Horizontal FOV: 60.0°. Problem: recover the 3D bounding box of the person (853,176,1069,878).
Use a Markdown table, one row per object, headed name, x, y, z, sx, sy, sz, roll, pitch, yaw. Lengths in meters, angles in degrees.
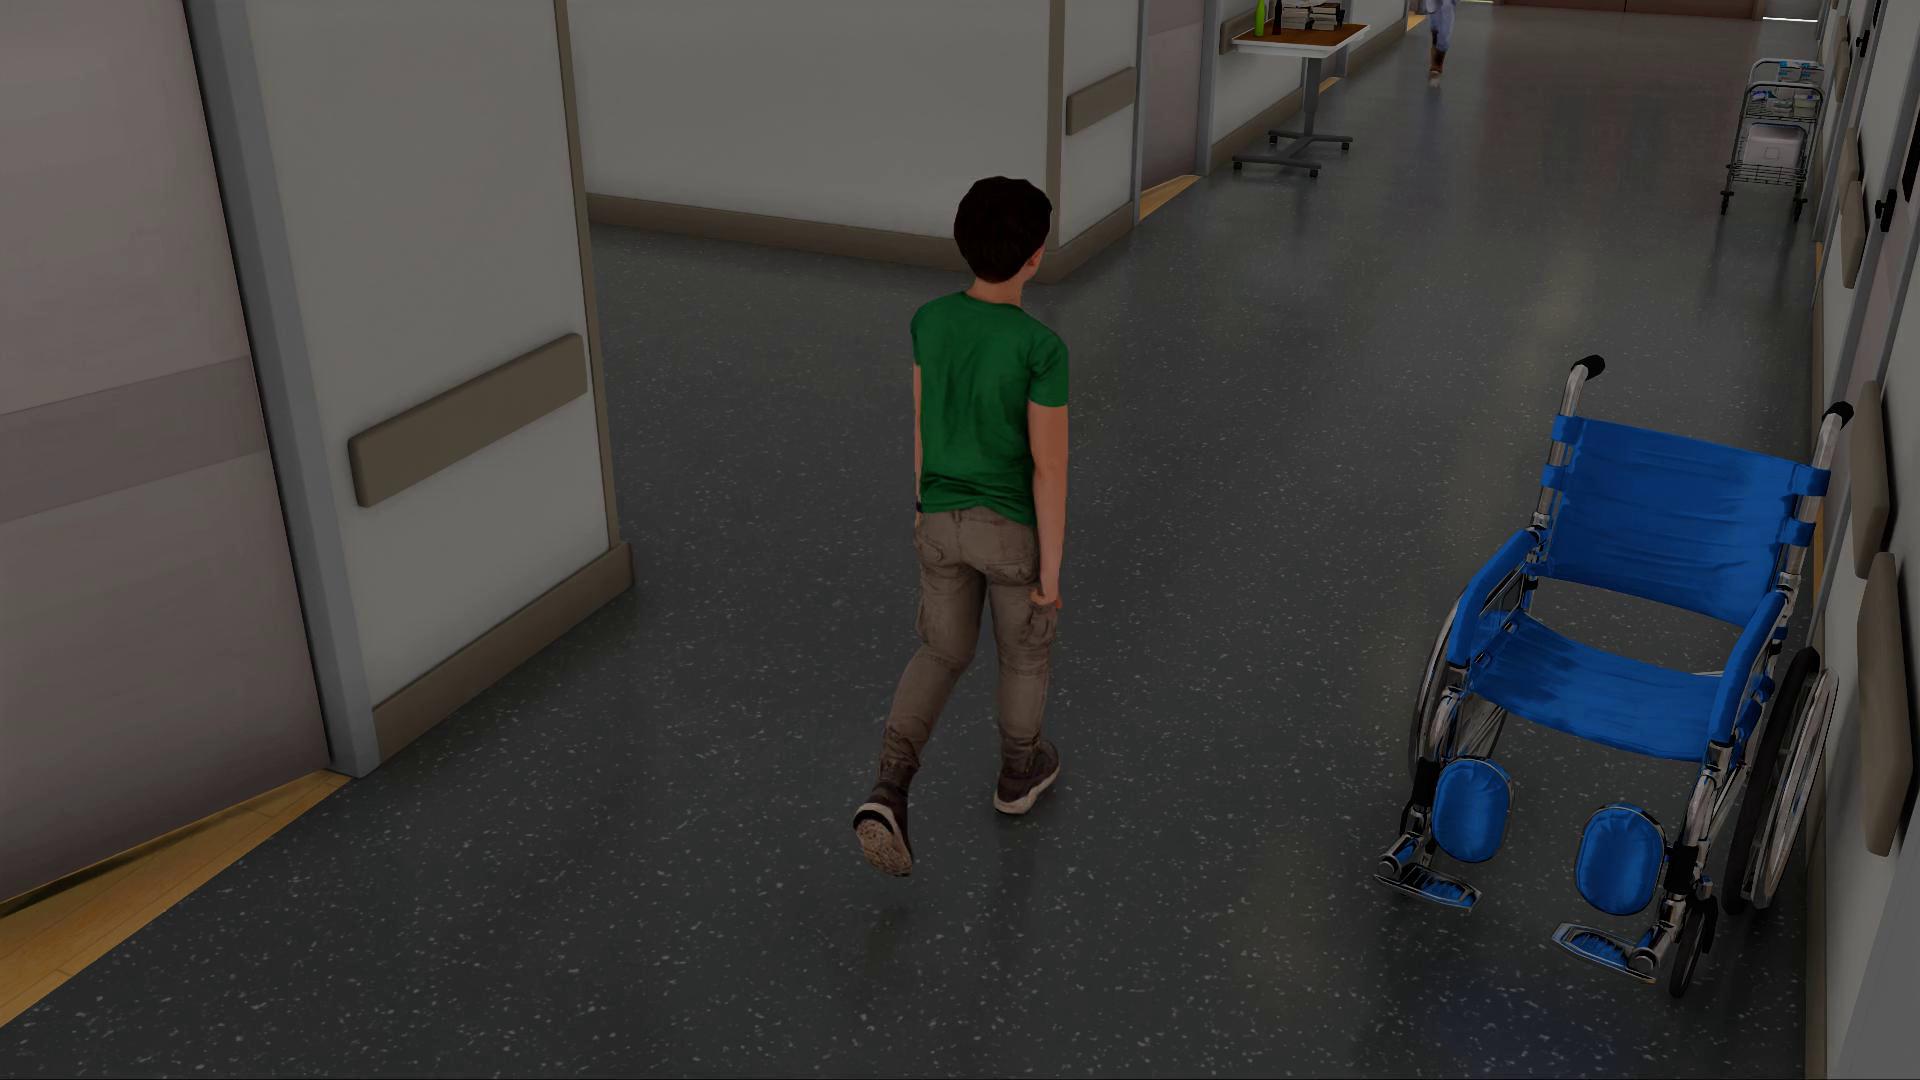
| name | x | y | z | sx | sy | sz | roll | pitch | yaw |
| --- | --- | --- | --- | --- | --- | --- | --- | --- | --- |
| person | 0.011 | 0.015 | 3.790 | 0.654 | 1.631 | 1.042 | 15 | 30 | 29 |
